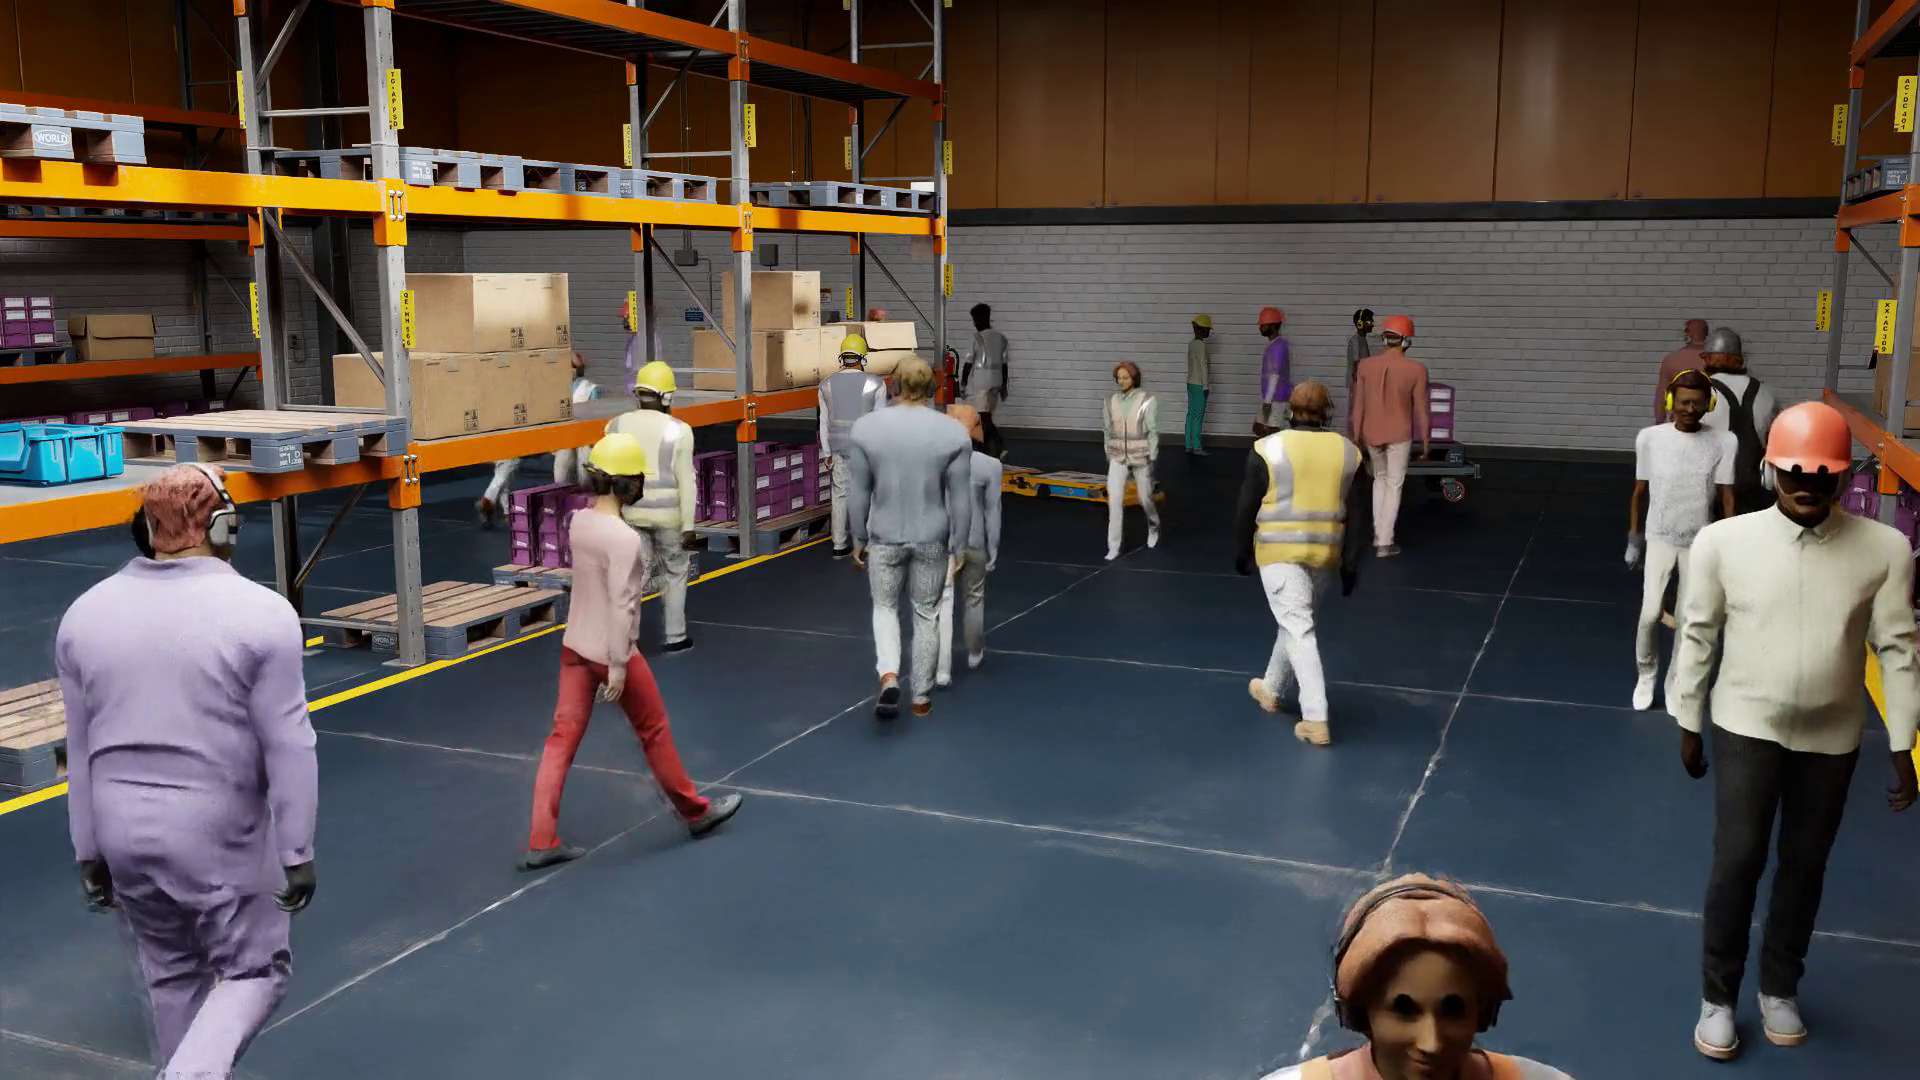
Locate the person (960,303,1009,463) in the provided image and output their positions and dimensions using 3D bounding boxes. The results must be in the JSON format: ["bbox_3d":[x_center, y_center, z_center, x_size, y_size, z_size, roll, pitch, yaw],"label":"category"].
[{"bbox_3d":[0.348,-1.872,19.966,0.607,1.936,0.880,-9,13,-42],"label":"person"}]

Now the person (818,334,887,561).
[{"bbox_3d":[-0.840,-0.736,13.366,0.588,1.827,0.403,3,10,18],"label":"person"}]

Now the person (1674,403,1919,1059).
[{"bbox_3d":[2.478,0.583,4.930,0.636,1.972,0.645,2,10,14],"label":"person"}]

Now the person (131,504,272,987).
[{"bbox_3d":[-2.404,0.672,5.194,0.553,1.687,0.353,4,10,25],"label":"person"}]

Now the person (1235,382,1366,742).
[{"bbox_3d":[1.724,0.091,8.496,0.605,1.782,0.981,-3,10,-16],"label":"person"}]

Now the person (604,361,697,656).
[{"bbox_3d":[-1.842,-0.154,9.870,0.600,1.807,0.728,3,10,16],"label":"person"}]

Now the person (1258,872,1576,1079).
[{"bbox_3d":[0.559,1.213,2.123,0.546,1.625,0.375,0,9,1],"label":"person"}]

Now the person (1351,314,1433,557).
[{"bbox_3d":[3.591,-0.863,13.674,0.647,1.969,0.681,7,12,38],"label":"person"}]

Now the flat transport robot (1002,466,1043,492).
[{"bbox_3d":[0.221,-0.691,17.777,0.652,0.197,1.431,-7,12,-37],"label":"flat transport robot"}]

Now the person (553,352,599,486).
[{"bbox_3d":[-3.346,-0.836,14.580,0.519,1.627,0.407,3,10,19],"label":"person"}]

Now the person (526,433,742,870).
[{"bbox_3d":[-1.354,0.428,6.660,0.943,1.708,0.530,-9,13,-42],"label":"person"}]

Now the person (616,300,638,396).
[{"bbox_3d":[-3.521,-1.679,18.545,1.030,2.006,0.615,-5,11,-28],"label":"person"}]

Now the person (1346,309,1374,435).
[{"bbox_3d":[4.660,-1.755,19.395,0.312,1.869,0.535,3,10,18],"label":"person"}]

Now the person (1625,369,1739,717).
[{"bbox_3d":[3.765,0.028,8.693,0.500,1.846,0.470,3,10,17],"label":"person"}]

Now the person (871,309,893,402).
[{"bbox_3d":[-0.974,-1.786,19.638,0.569,1.865,0.584,6,11,34],"label":"person"}]

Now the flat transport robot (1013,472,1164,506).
[{"bbox_3d":[1.292,-0.528,16.794,1.431,0.197,0.652,8,13,42],"label":"flat transport robot"}]

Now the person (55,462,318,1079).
[{"bbox_3d":[-1.944,0.760,4.124,0.666,1.880,0.700,1,9,8],"label":"person"}]

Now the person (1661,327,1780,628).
[{"bbox_3d":[4.863,-0.378,10.533,0.690,2.000,0.965,-1,9,-5],"label":"person"}]

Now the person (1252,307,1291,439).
[{"bbox_3d":[3.372,-1.559,18.041,0.410,1.920,0.553,0,9,0],"label":"person"}]

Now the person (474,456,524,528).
[{"bbox_3d":[-4.163,-1.051,15.072,0.643,1.908,0.843,4,10,24],"label":"person"}]

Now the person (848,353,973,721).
[{"bbox_3d":[-0.252,0.009,8.526,0.645,1.929,0.539,0,9,2],"label":"person"}]

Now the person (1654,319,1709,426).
[{"bbox_3d":[6.751,-1.090,15.325,0.672,1.875,0.640,2,10,11],"label":"person"}]

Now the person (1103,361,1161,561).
[{"bbox_3d":[1.422,-0.668,13.593,0.510,1.609,0.770,4,10,24],"label":"person"}]

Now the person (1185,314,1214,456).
[{"bbox_3d":[2.995,-1.928,20.765,0.316,1.765,0.523,-2,10,-12],"label":"person"}]

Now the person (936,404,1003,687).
[{"bbox_3d":[-0.006,0.017,9.494,0.499,1.592,0.853,0,9,3],"label":"person"}]
